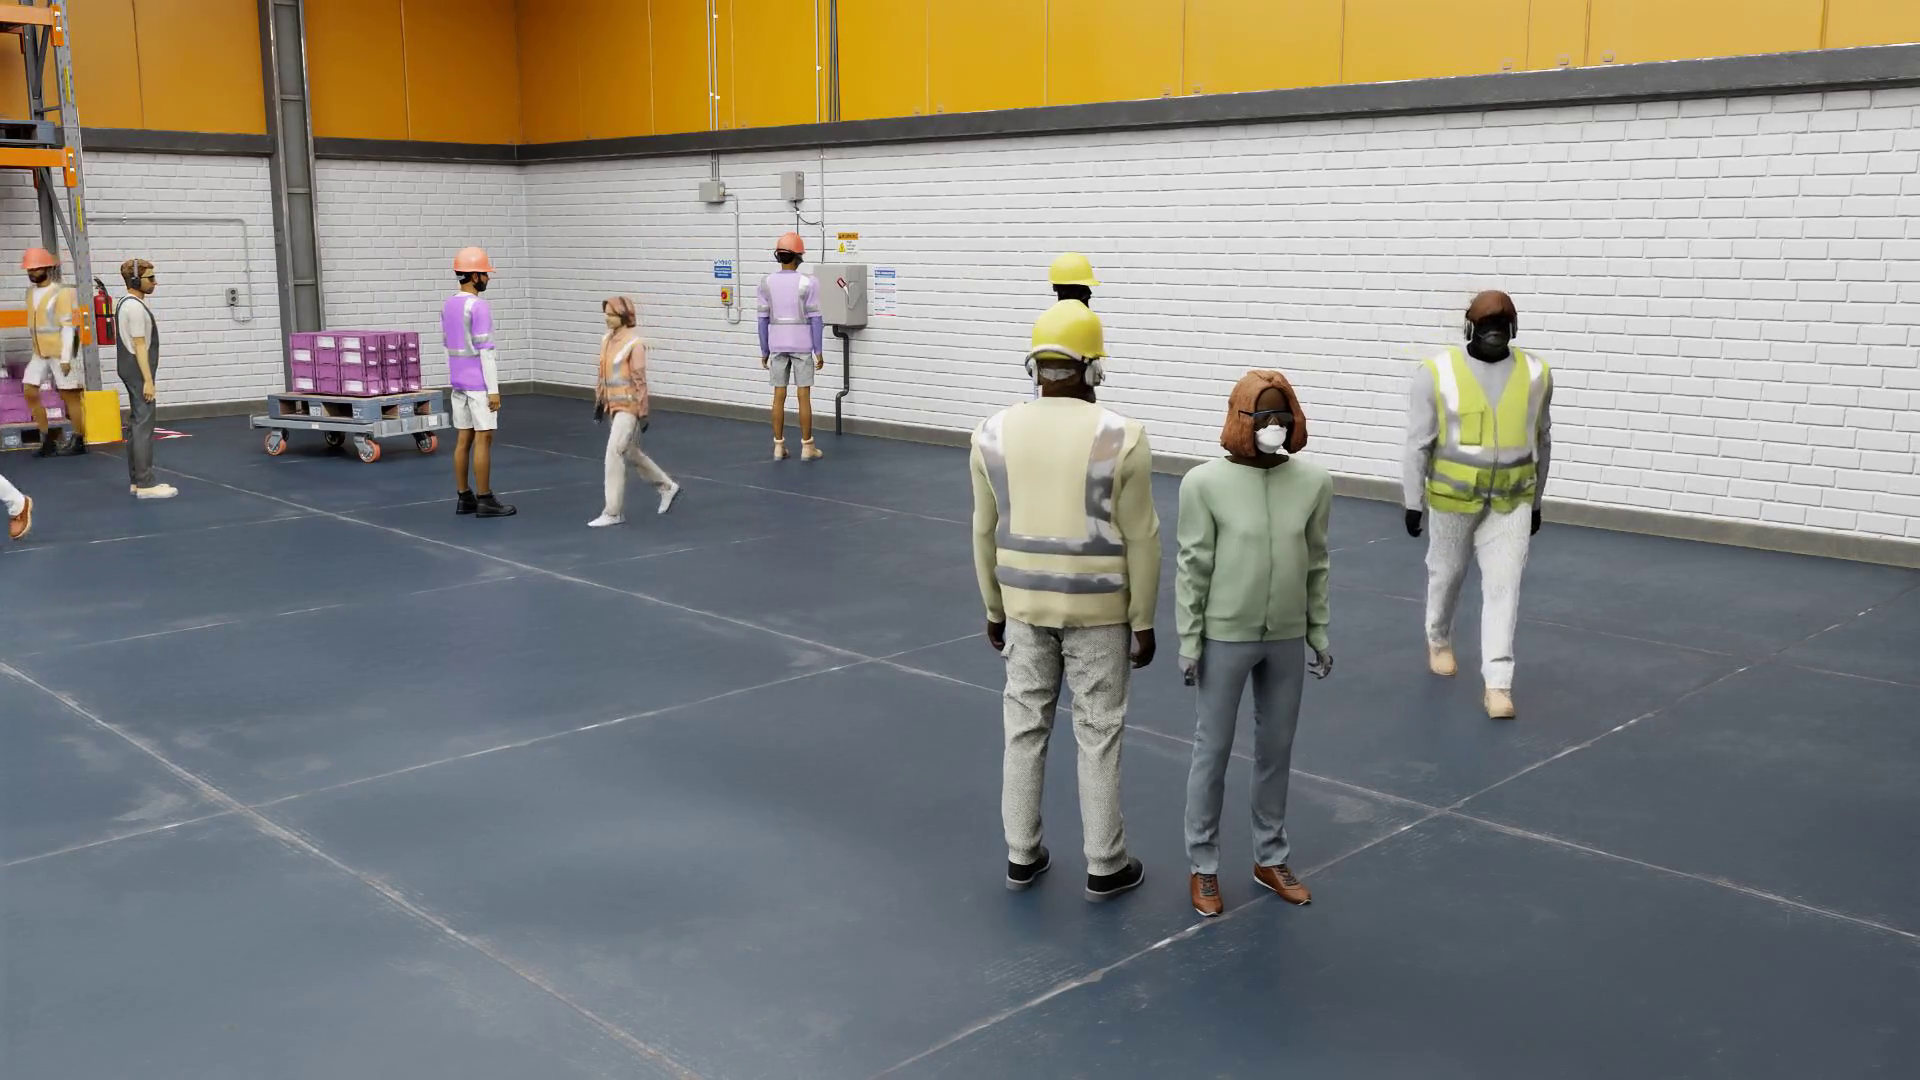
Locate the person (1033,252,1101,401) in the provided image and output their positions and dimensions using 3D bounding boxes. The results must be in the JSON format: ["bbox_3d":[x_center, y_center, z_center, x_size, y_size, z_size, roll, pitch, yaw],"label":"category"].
[{"bbox_3d":[0.599,-0.628,9.281,0.367,1.927,0.590,4,11,22],"label":"person"}]

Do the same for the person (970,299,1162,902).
[{"bbox_3d":[0.332,0.191,5.067,0.589,1.834,0.404,5,11,24],"label":"person"}]

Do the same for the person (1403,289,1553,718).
[{"bbox_3d":[2.259,-0.202,7.314,0.639,1.802,0.949,1,10,5],"label":"person"}]

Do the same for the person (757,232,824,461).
[{"bbox_3d":[-1.514,-1.730,14.965,0.605,2.045,0.378,2,11,13],"label":"person"}]

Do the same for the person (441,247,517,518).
[{"bbox_3d":[-3.478,-1.127,11.971,0.548,1.938,0.358,9,14,41],"label":"person"}]

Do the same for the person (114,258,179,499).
[{"bbox_3d":[-6.328,-1.245,12.868,0.329,1.844,0.509,-7,12,-33],"label":"person"}]

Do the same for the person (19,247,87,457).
[{"bbox_3d":[-8.284,-1.684,15.069,0.563,1.909,0.691,4,11,22],"label":"person"}]

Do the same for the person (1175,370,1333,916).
[{"bbox_3d":[0.881,0.306,4.986,0.507,1.633,0.278,-3,11,-16],"label":"person"}]

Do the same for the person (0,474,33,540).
[{"bbox_3d":[-6.267,-0.816,10.471,0.575,1.868,0.678,2,11,9],"label":"person"}]

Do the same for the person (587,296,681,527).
[{"bbox_3d":[-2.318,-0.922,11.749,0.762,1.608,0.519,-8,13,-36],"label":"person"}]
